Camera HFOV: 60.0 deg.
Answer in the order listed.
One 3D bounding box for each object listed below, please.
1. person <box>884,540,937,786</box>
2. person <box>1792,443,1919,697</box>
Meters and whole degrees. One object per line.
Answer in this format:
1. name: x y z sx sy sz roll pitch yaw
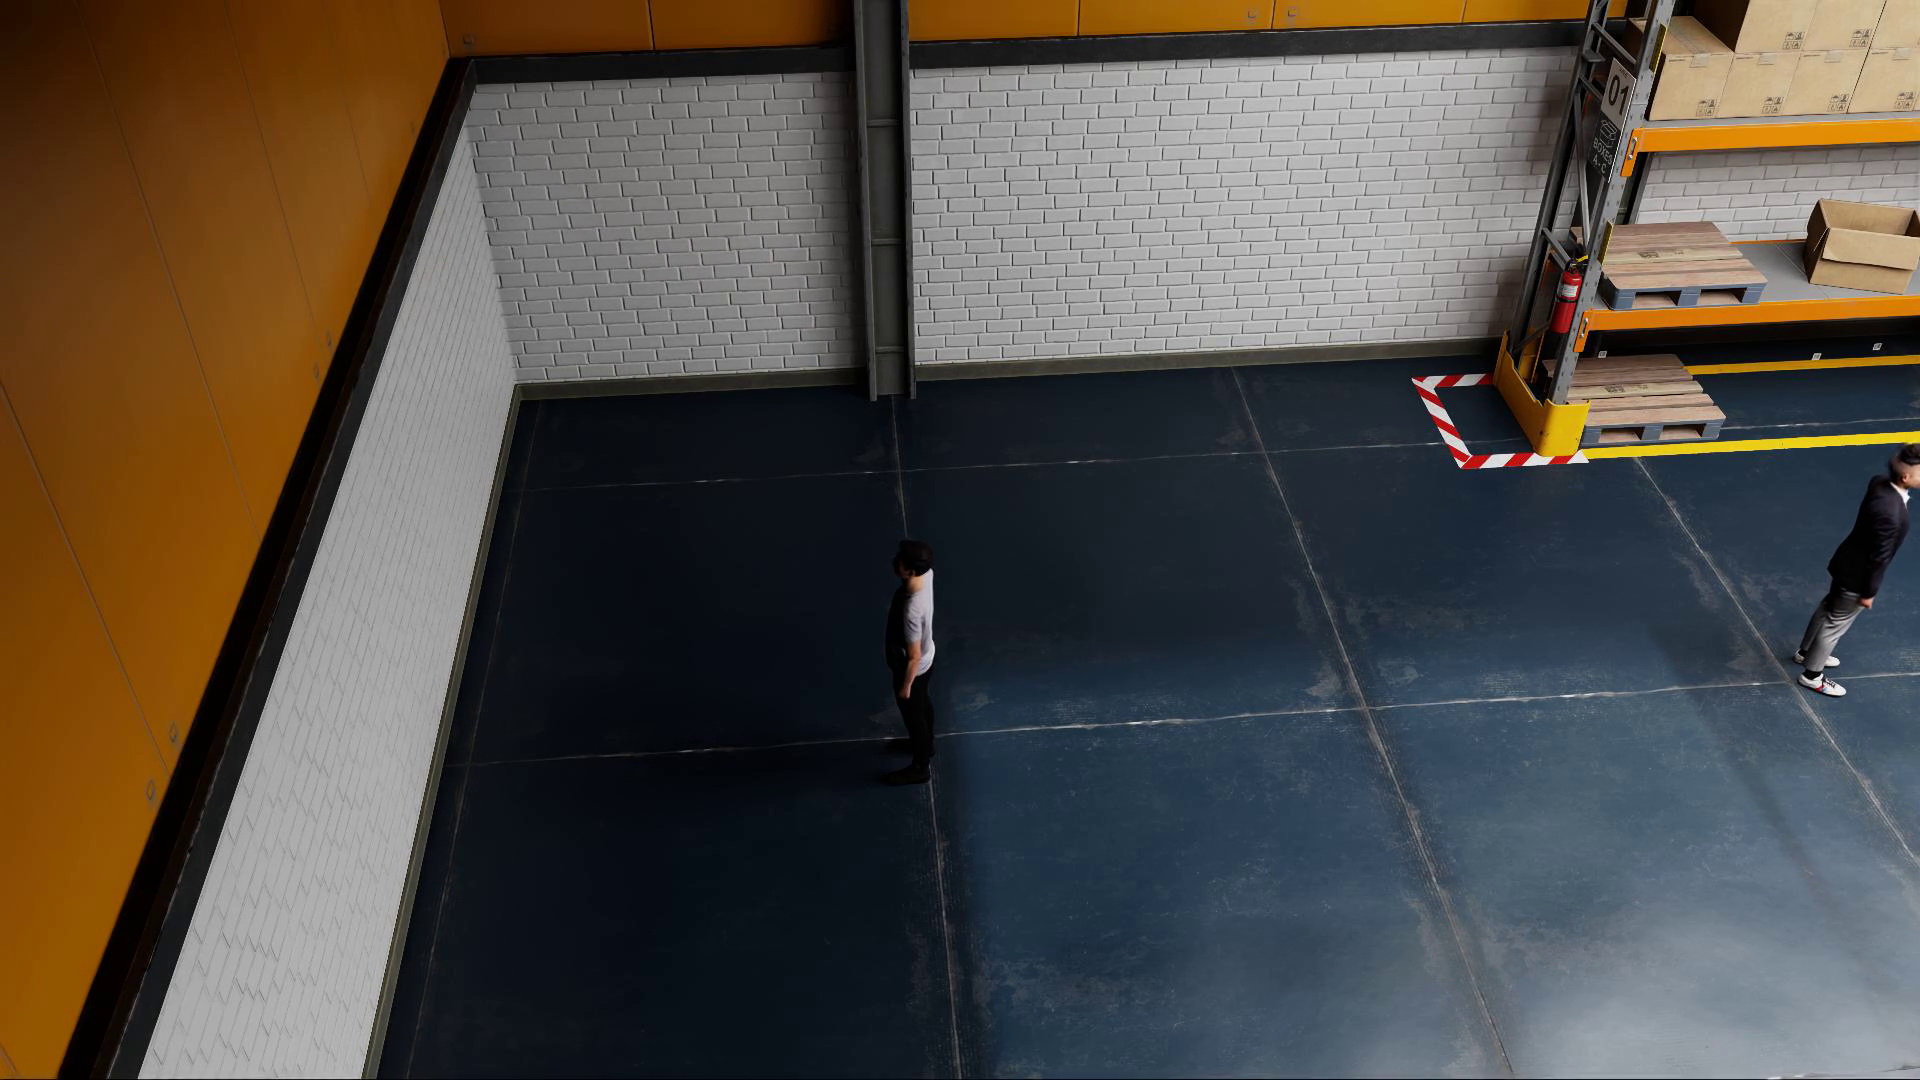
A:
1. person: -0.281 0.750 10.288 0.623 1.864 0.705 4 39 5
2. person: 5.931 0.154 10.958 0.750 1.959 0.788 12 40 14
